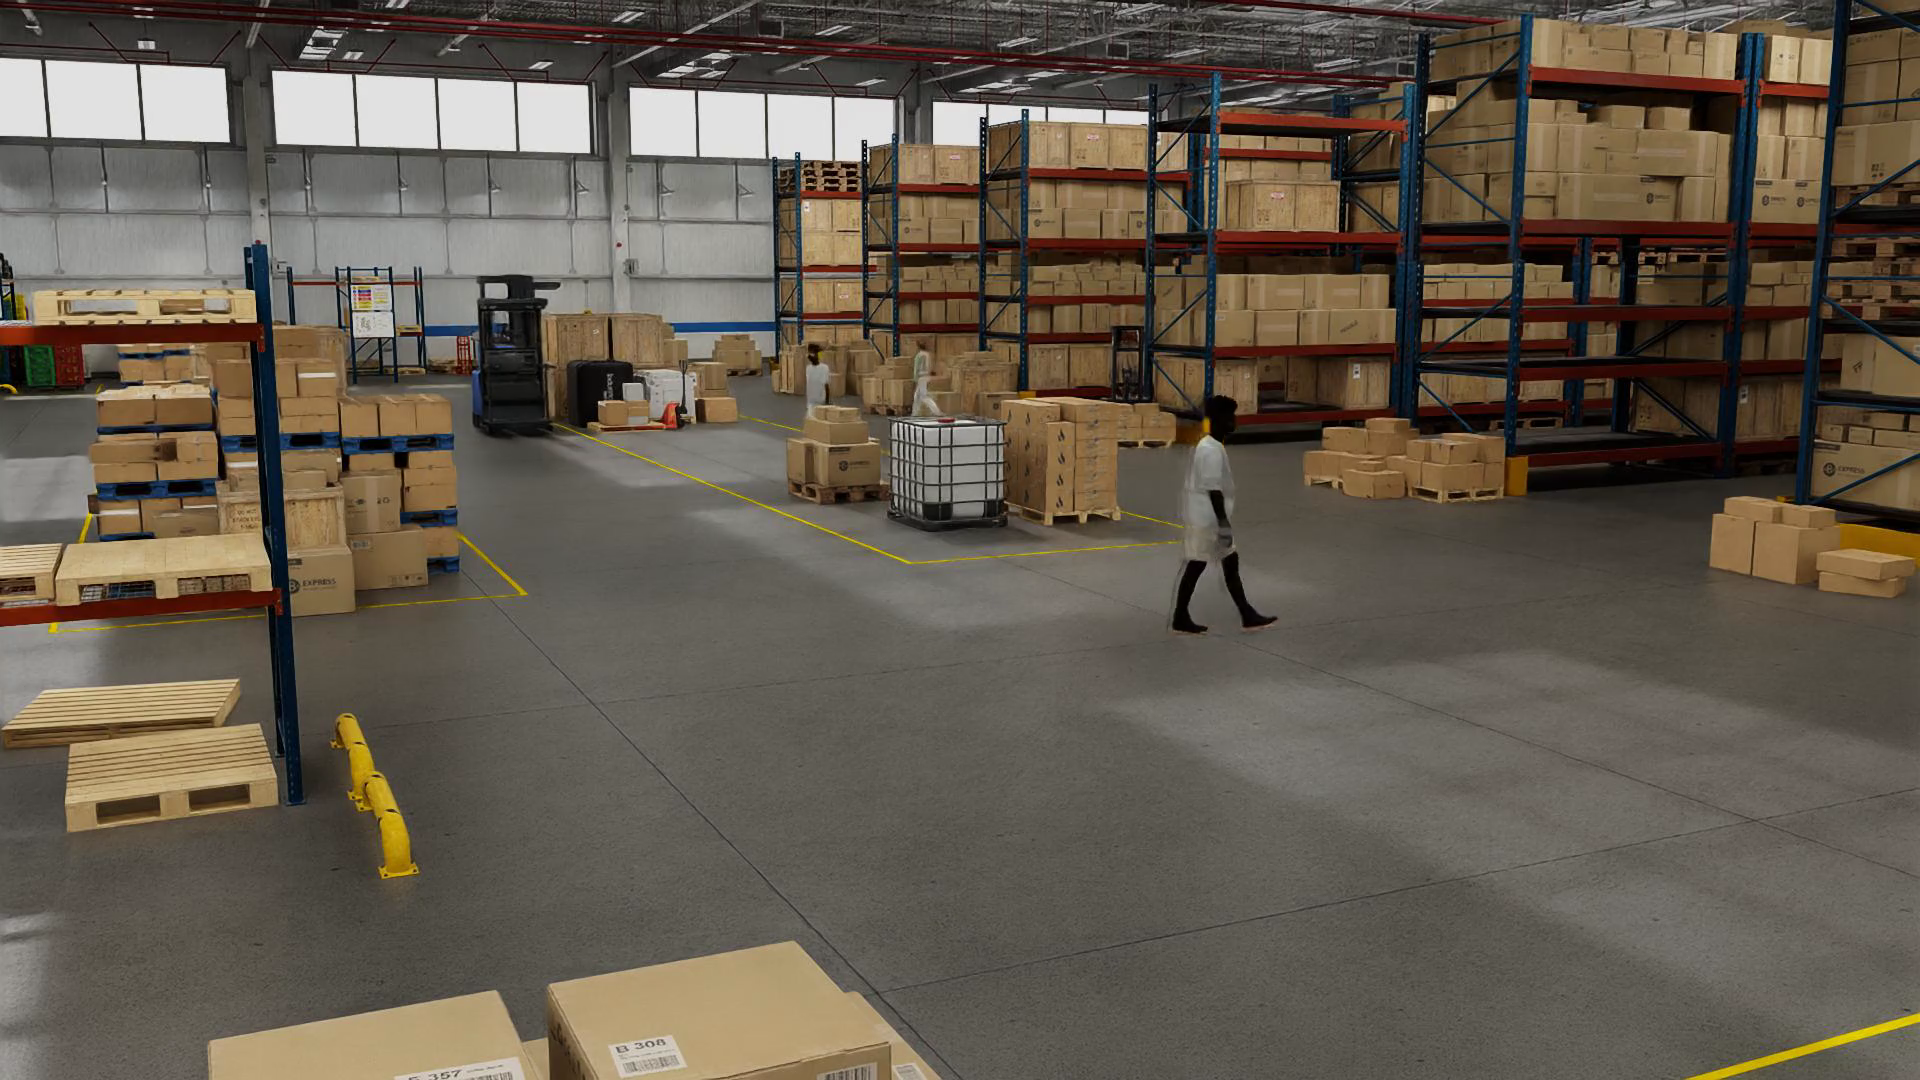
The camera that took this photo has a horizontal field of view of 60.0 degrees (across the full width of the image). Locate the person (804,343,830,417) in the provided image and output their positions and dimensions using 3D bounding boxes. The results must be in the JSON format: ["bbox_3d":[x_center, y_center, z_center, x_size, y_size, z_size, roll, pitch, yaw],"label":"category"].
[{"bbox_3d":[-2.097,-2.034,24.910,0.529,1.849,0.794,7,11,35],"label":"person"}]

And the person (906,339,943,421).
[{"bbox_3d":[-0.683,-3.080,32.131,0.763,1.614,0.523,3,10,16],"label":"person"}]

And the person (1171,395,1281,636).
[{"bbox_3d":[2.114,-0.174,13.112,0.952,1.920,0.623,2,9,10],"label":"person"}]

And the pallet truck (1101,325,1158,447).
[{"bbox_3d":[2.881,-2.596,27.923,0.823,1.965,1.885,-1,9,-7],"label":"pallet truck"}]

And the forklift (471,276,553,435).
[{"bbox_3d":[-8.175,-3.376,30.033,1.129,2.768,1.873,-4,10,-26],"label":"forklift"}]

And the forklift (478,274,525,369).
[{"bbox_3d":[-11.301,-5.373,42.420,1.873,2.768,1.129,-4,10,-25],"label":"forklift"}]
